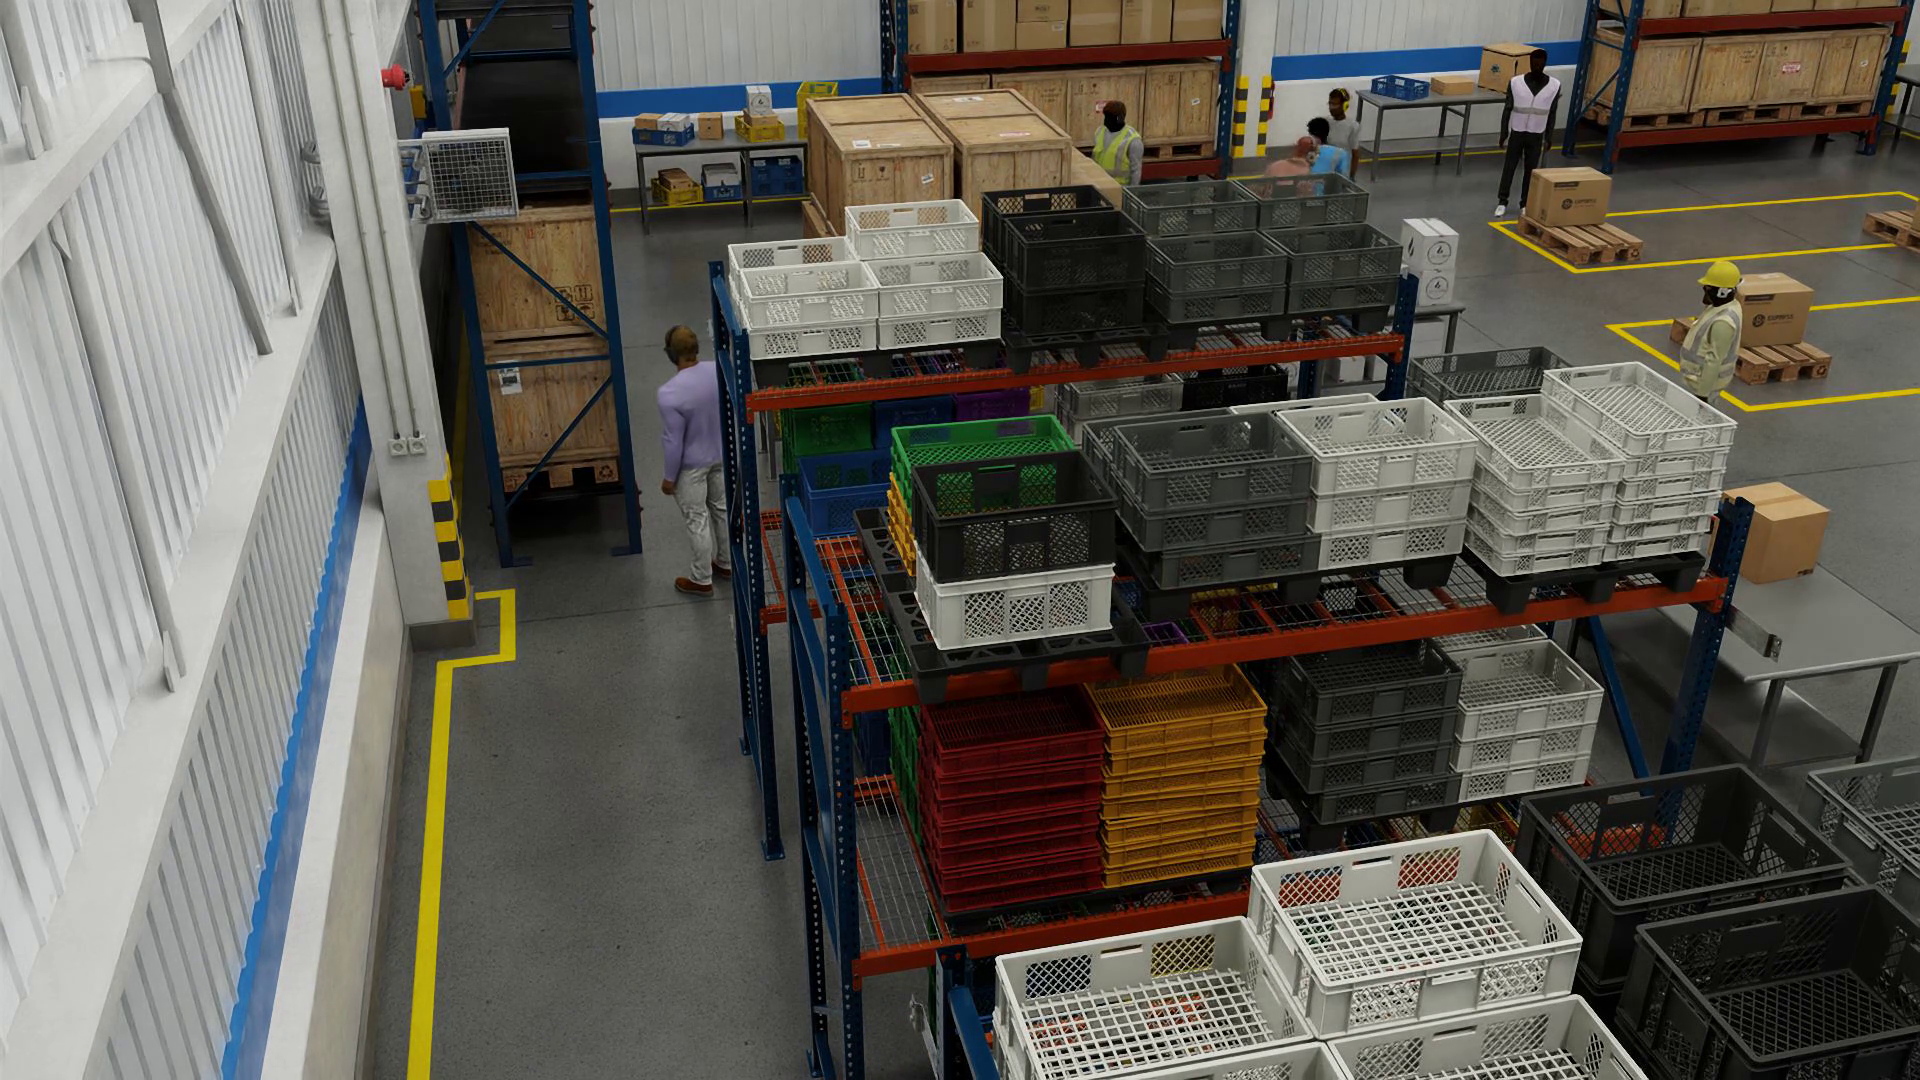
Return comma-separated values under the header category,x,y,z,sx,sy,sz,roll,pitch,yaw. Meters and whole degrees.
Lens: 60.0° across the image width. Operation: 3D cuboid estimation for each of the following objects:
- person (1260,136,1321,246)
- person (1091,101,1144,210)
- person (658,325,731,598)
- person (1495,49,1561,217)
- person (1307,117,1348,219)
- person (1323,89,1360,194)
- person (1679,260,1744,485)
category,x,y,z,sx,sy,sz,roll,pitch,yaw
person,3.089,-2.961,15.990,1.027,1.835,0.682,-12,30,-21
person,1.576,-3.622,17.217,0.429,1.842,0.633,-23,36,-37
person,-1.784,-0.532,11.259,0.371,1.934,0.627,17,32,29
person,6.521,-4.679,19.140,0.598,1.917,0.378,5,28,10
person,3.722,-3.531,17.222,0.596,1.669,0.340,6,28,12
person,3.967,-3.822,17.599,0.436,1.862,0.559,-21,35,-35
person,5.703,-1.257,12.749,0.403,1.823,0.590,11,30,21
